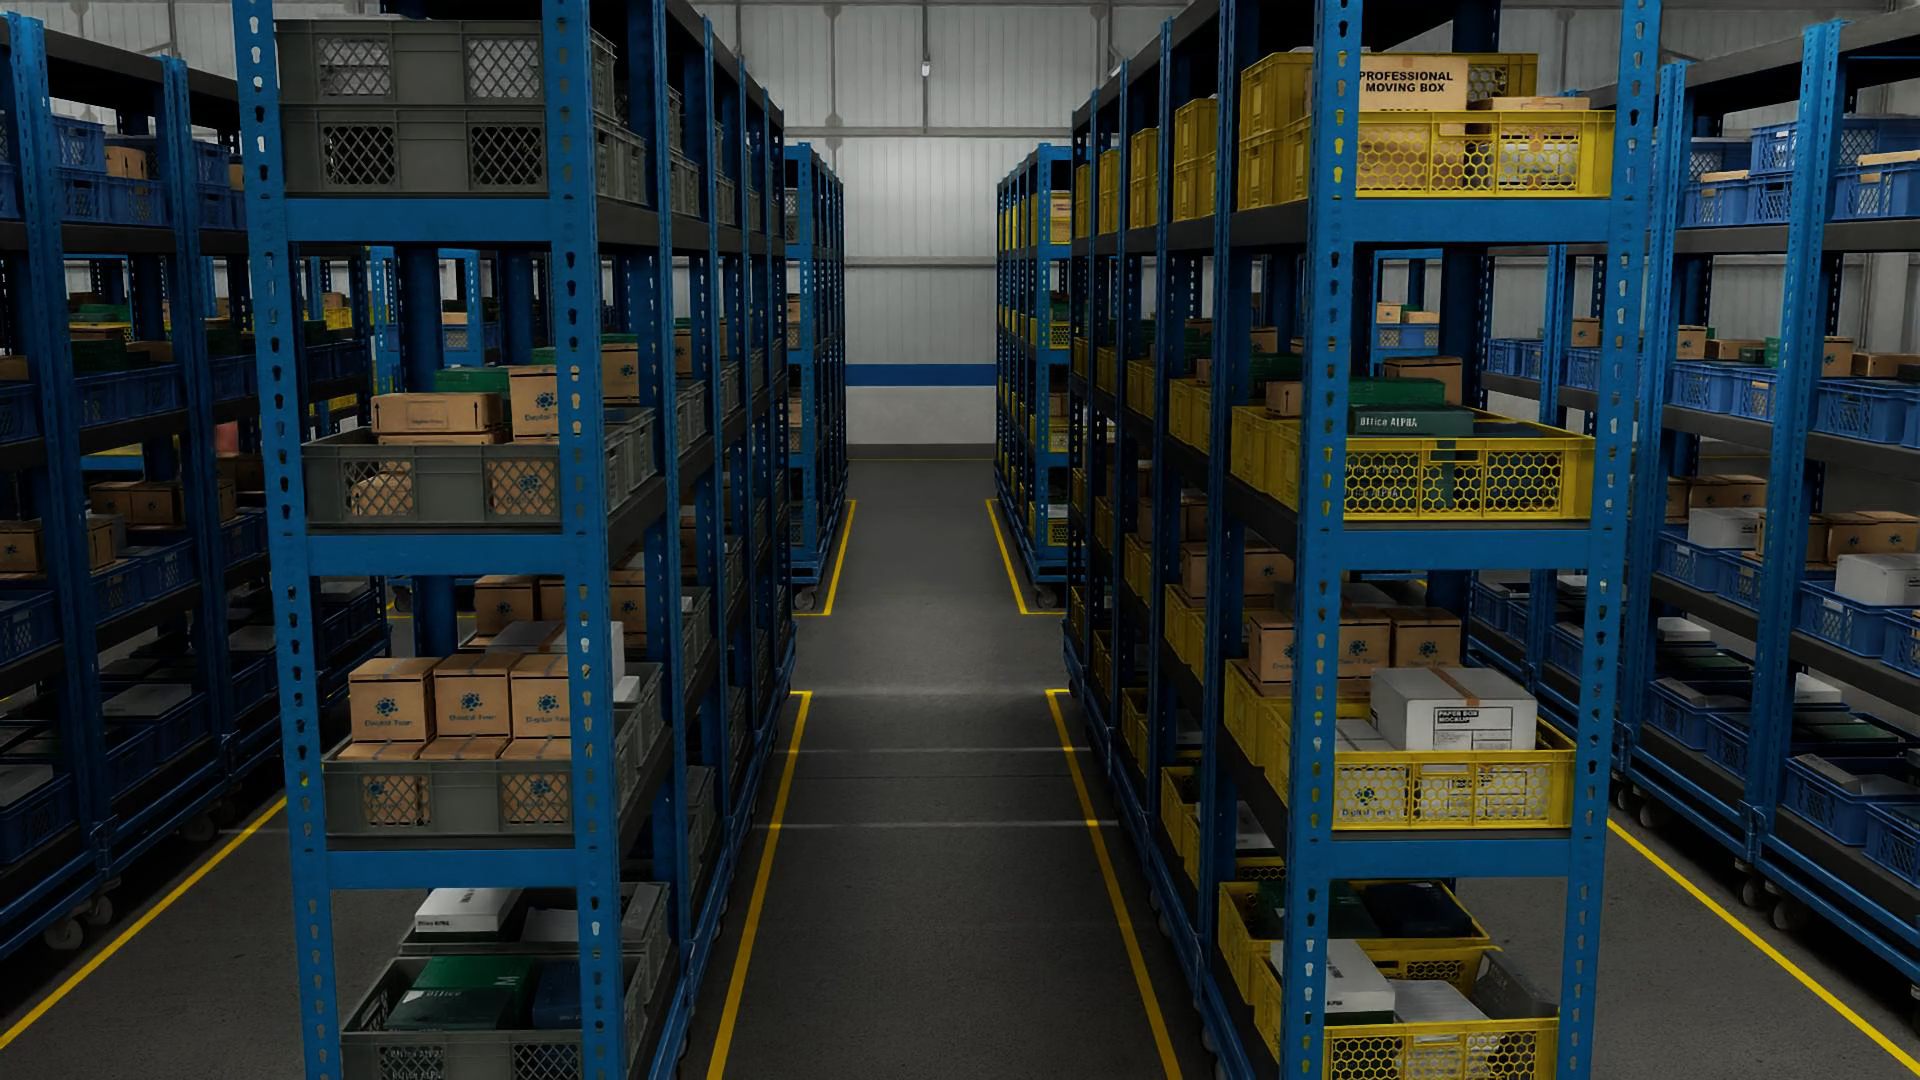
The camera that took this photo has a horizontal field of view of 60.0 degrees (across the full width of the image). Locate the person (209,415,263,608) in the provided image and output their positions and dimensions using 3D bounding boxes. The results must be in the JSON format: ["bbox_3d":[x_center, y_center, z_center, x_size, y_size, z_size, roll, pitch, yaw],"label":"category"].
[{"bbox_3d":[-5.704,-0.410,12.925,0.621,1.965,0.694,3,10,17],"label":"person"}]
